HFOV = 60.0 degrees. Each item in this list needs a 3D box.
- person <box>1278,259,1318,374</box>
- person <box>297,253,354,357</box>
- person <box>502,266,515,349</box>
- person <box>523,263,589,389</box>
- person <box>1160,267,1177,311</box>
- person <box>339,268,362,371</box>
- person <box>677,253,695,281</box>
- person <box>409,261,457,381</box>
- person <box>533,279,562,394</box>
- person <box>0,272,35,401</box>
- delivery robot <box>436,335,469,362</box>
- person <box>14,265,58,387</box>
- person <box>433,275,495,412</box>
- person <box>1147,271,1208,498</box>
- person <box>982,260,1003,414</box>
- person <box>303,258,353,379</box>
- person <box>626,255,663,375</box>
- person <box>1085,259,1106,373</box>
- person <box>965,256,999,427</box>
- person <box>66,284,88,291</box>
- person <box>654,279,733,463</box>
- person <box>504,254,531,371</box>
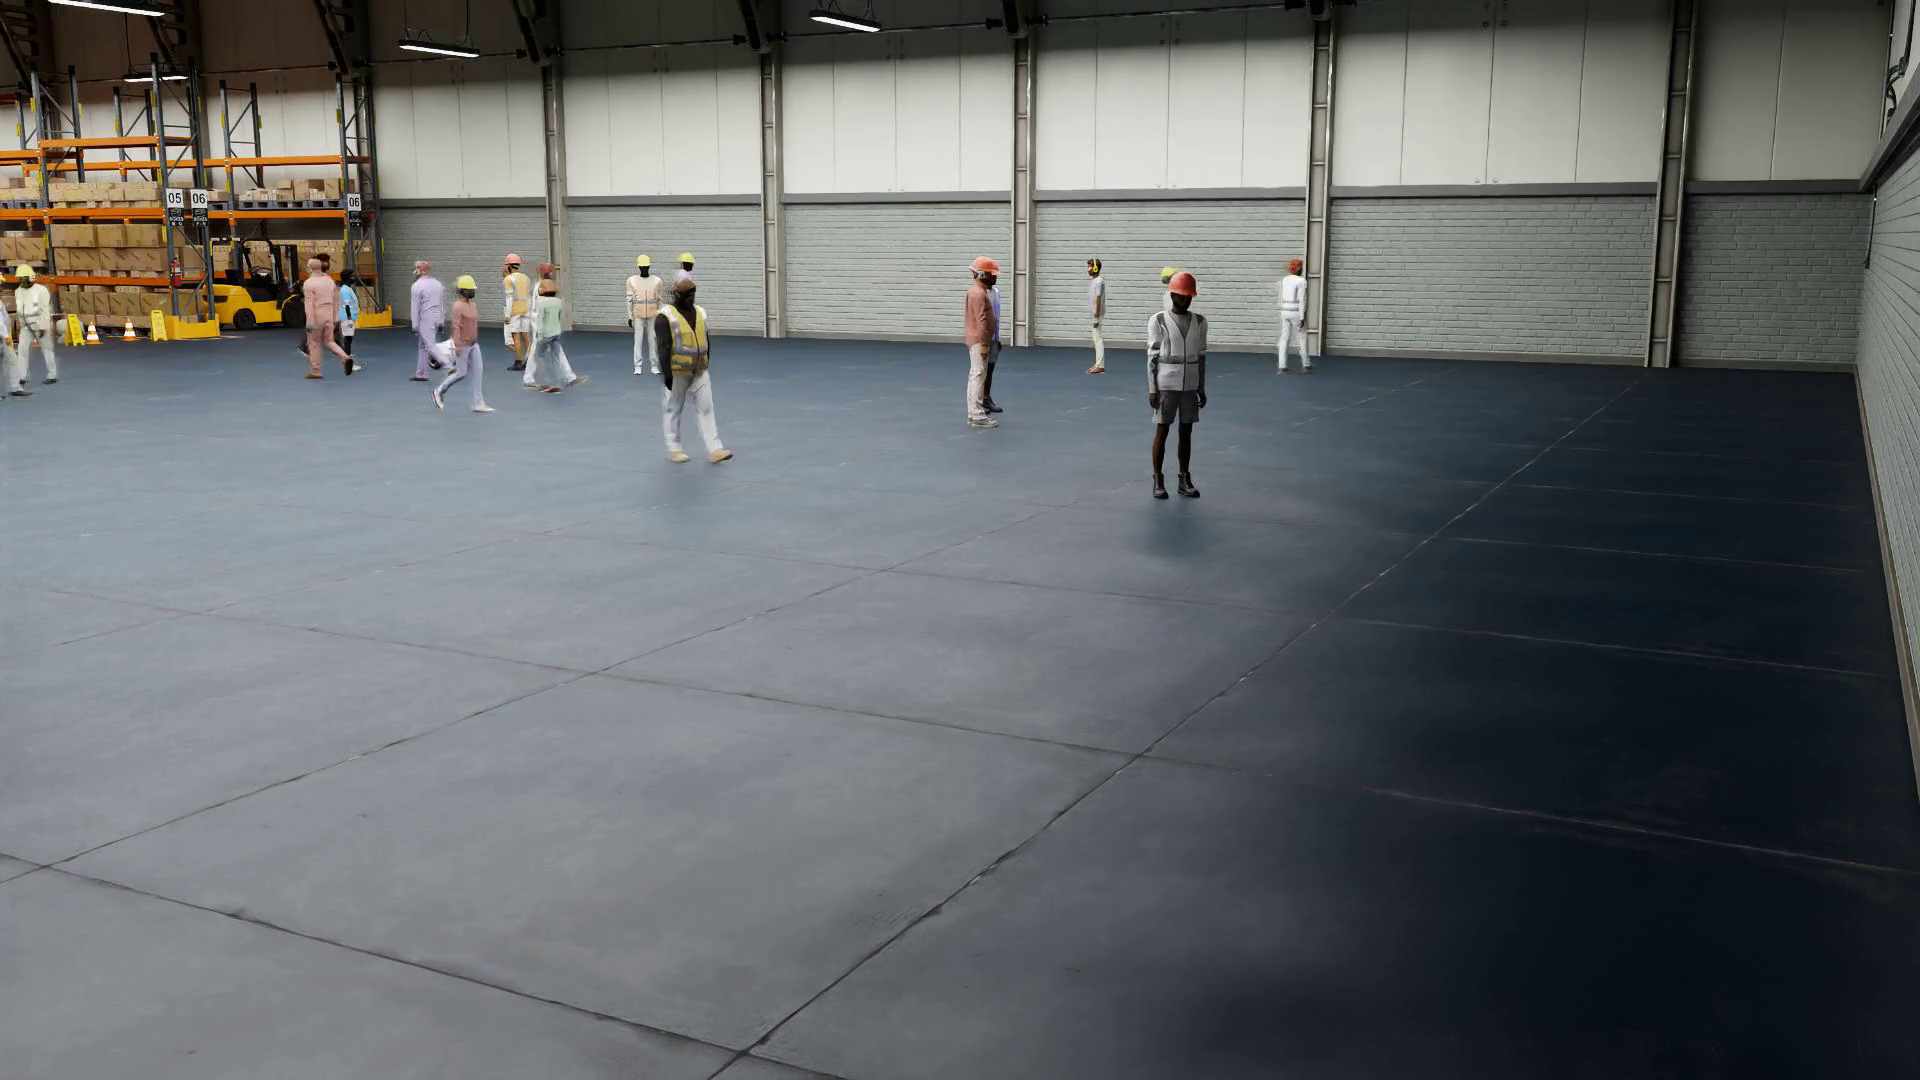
[{"bbox_3d":[5.498,-3.635,27.069,0.878,1.850,0.592,-7,13,-35],"label":"person"},{"bbox_3d":[-11.774,-4.324,30.645,0.975,1.928,0.615,0,10,0],"label":"person"},{"bbox_3d":[-8.917,-4.614,33.016,0.284,1.633,0.497,1,10,6],"label":"person"},{"bbox_3d":[-5.952,-3.110,24.257,0.974,1.831,0.599,-4,11,-19],"label":"person"},{"bbox_3d":[3.595,-3.653,27.512,0.738,1.732,0.545,3,11,17],"label":"person"},{"bbox_3d":[-10.138,-3.653,27.600,0.322,1.697,0.533,-3,11,-16],"label":"person"},{"bbox_3d":[-5.432,-4.646,32.467,0.732,1.905,0.597,-2,11,-12],"label":"person"},{"bbox_3d":[-8.090,-3.329,25.414,0.937,1.863,0.648,3,11,17],"label":"person"},{"bbox_3d":[-5.874,-2.882,23.580,0.461,1.619,0.533,6,12,28],"label":"person"},{"bbox_3d":[-12.961,-2.780,22.540,0.734,1.802,0.596,-4,11,-21],"label":"person"},{"bbox_3d":[-8.523,-3.199,27.986,0.707,0.478,0.477,4,11,20],"label":"delivery robot"},{"bbox_3d":[-13.776,-3.160,24.630,0.609,1.795,0.795,2,11,12],"label":"person"},{"bbox_3d":[-6.351,-2.491,21.154,0.727,1.744,0.530,3,11,14],"label":"person"},{"bbox_3d":[1.869,-1.320,14.229,0.544,1.936,0.359,-3,11,-16],"label":"person"},{"bbox_3d":[0.358,-2.553,20.949,0.372,1.934,0.551,8,13,36],"label":"person"},{"bbox_3d":[-9.941,-3.452,25.997,0.728,1.885,0.652,4,11,20],"label":"person"},{"bbox_3d":[-5.082,-3.638,26.890,0.587,1.927,0.368,-4,11,-19],"label":"person"},{"bbox_3d":[2.220,-3.649,27.149,0.312,1.861,0.509,0,10,-2],"label":"person"},{"bbox_3d":[0.245,-2.320,19.524,0.377,1.995,0.611,-1,10,-8],"label":"person"},{"bbox_3d":[-21.278,-6.150,40.282,0.683,2.000,0.538,-10,15,-44],"label":"person"},{"bbox_3d":[-2.620,-1.633,16.281,0.663,1.805,0.879,-10,14,-43],"label":"person"},{"bbox_3d":[-7.384,-3.782,27.650,0.375,1.935,0.551,5,12,26],"label":"person"}]
